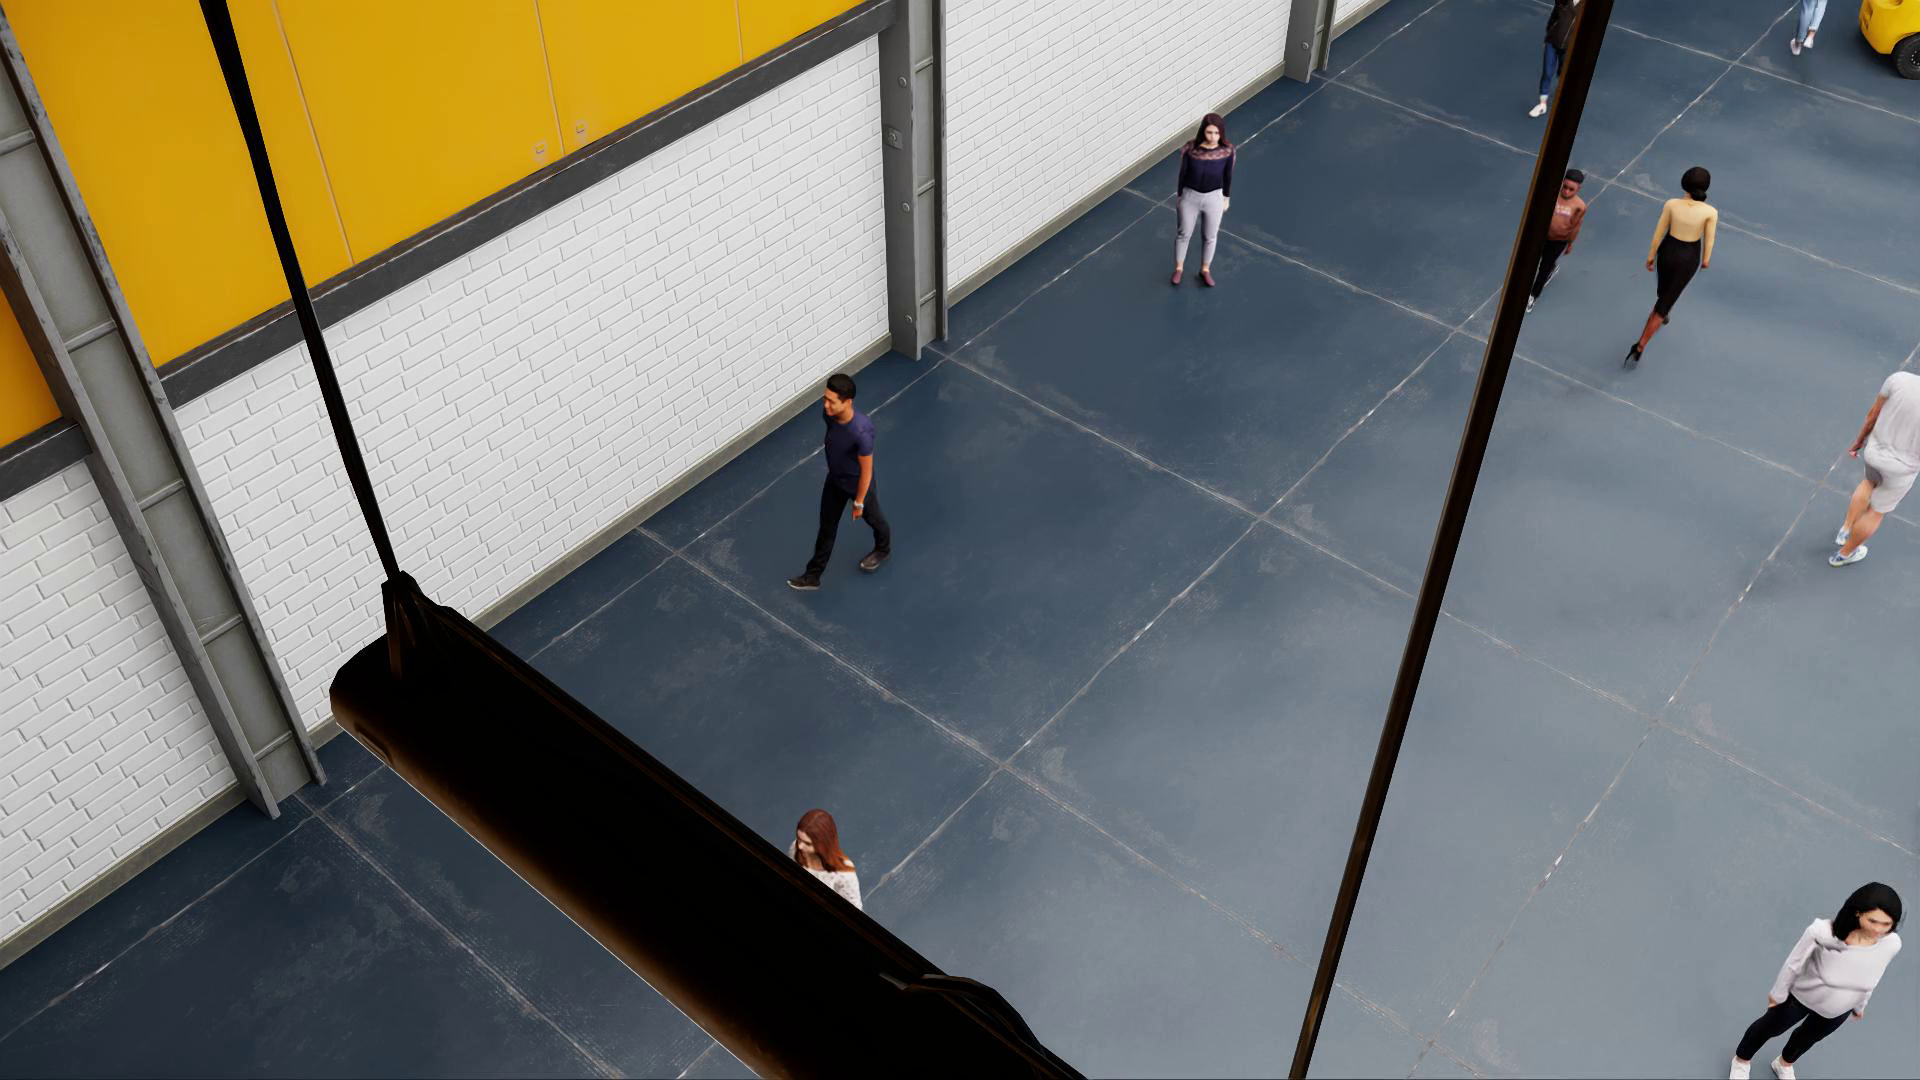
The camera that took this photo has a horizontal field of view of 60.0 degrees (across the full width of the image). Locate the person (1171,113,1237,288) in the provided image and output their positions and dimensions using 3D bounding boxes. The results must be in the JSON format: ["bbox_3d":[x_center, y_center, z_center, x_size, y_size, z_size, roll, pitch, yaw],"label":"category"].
[{"bbox_3d":[1.997,-2.801,13.754,0.670,1.602,0.691,4,44,4],"label":"person"}]

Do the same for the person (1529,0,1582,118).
[{"bbox_3d":[5.814,-4.800,15.949,0.572,1.469,0.815,29,51,27],"label":"person"}]

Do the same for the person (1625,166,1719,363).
[{"bbox_3d":[5.568,-2.106,13.023,0.576,1.604,1.034,31,52,28],"label":"person"}]

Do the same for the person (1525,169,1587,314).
[{"bbox_3d":[4.935,-2.538,13.743,0.565,1.236,0.924,29,51,27],"label":"person"}]

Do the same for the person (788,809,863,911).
[{"bbox_3d":[-0.700,1.964,8.661,0.603,1.728,0.533,24,49,23],"label":"person"}]

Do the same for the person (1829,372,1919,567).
[{"bbox_3d":[6.227,-0.527,11.199,0.778,1.835,0.802,-24,49,-23],"label":"person"}]

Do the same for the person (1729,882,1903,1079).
[{"bbox_3d":[4.322,2.271,8.360,0.711,1.700,0.736,4,44,5],"label":"person"}]

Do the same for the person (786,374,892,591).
[{"bbox_3d":[-0.648,-0.430,11.157,1.098,1.751,0.756,-32,52,-29],"label":"person"}]
